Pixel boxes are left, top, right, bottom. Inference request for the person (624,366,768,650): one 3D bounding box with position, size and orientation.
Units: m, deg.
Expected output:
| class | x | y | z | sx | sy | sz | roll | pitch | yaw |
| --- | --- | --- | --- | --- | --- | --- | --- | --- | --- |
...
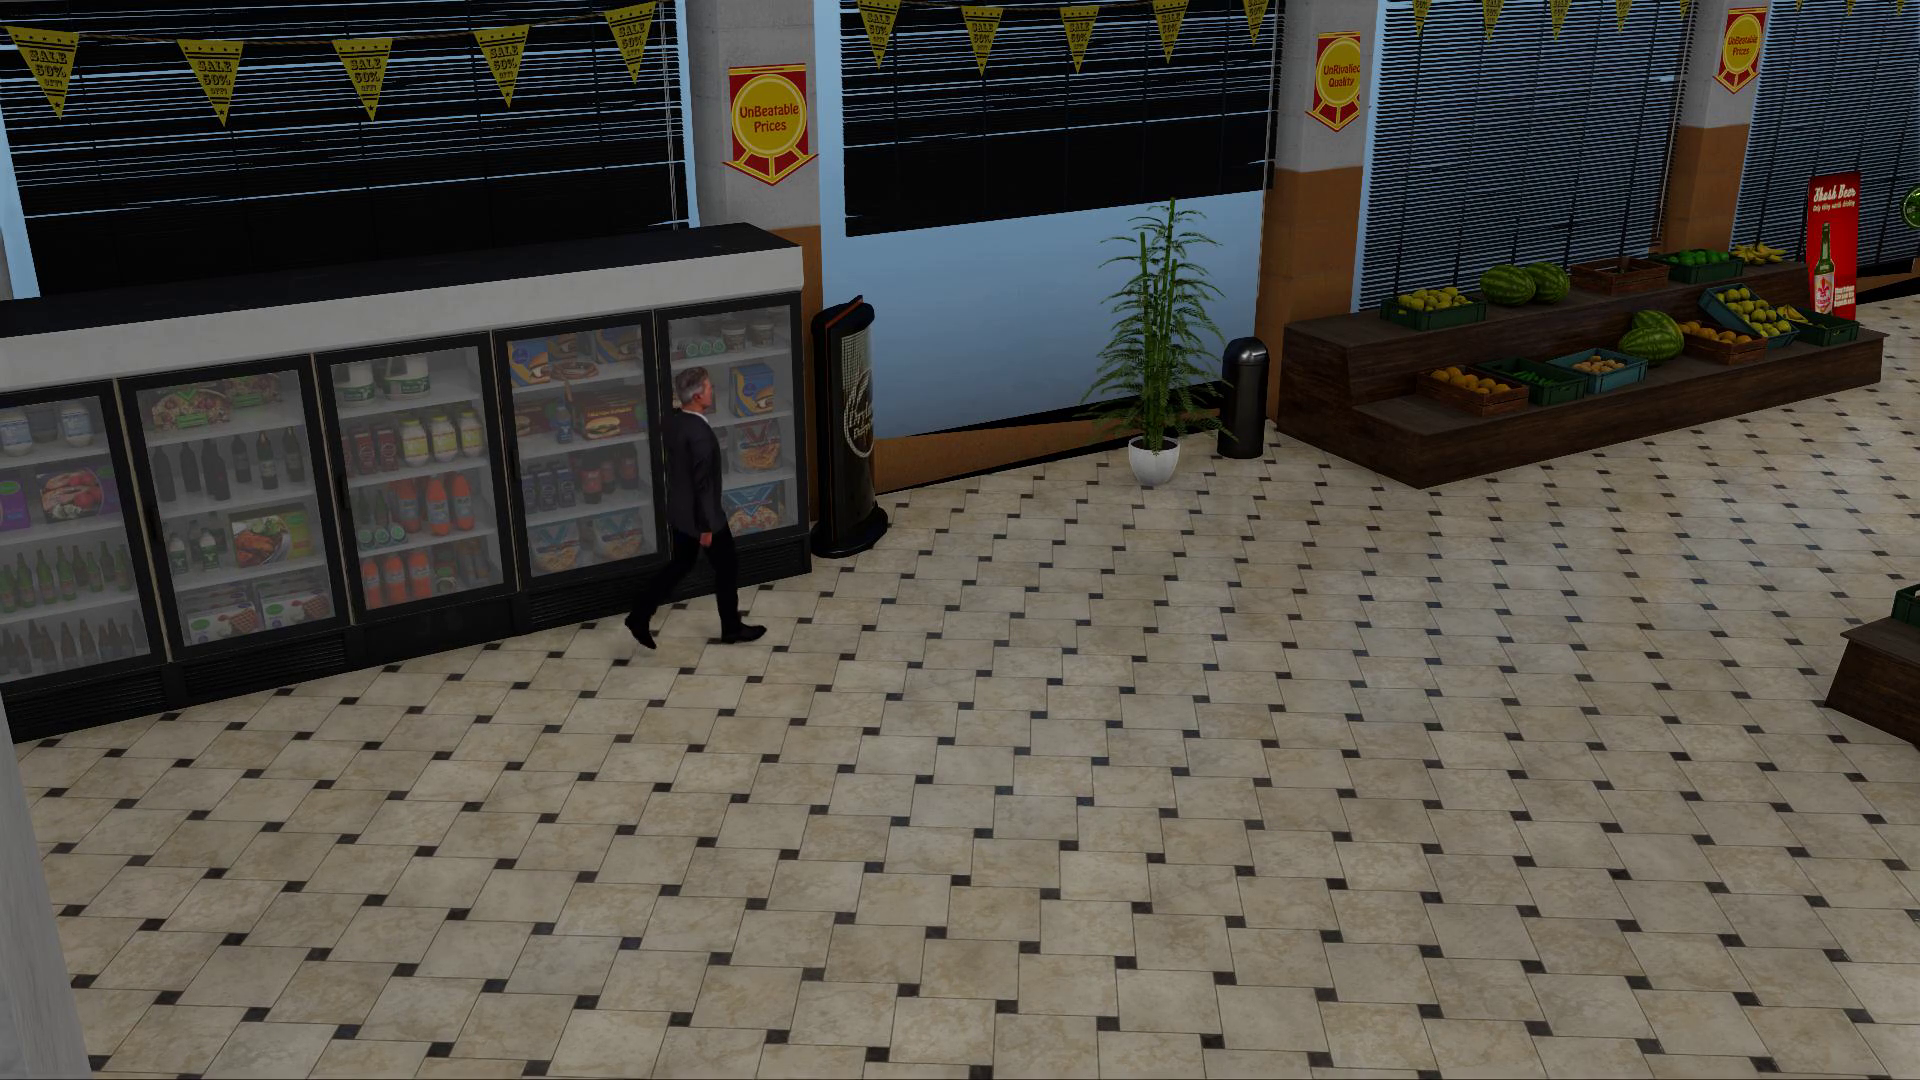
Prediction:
| class | x | y | z | sx | sy | sz | roll | pitch | yaw |
| --- | --- | --- | --- | --- | --- | --- | --- | --- | --- |
| person | -1.676 | -0.158 | 10.144 | 1.141 | 1.815 | 0.785 | -15 | 26 | -33 |
